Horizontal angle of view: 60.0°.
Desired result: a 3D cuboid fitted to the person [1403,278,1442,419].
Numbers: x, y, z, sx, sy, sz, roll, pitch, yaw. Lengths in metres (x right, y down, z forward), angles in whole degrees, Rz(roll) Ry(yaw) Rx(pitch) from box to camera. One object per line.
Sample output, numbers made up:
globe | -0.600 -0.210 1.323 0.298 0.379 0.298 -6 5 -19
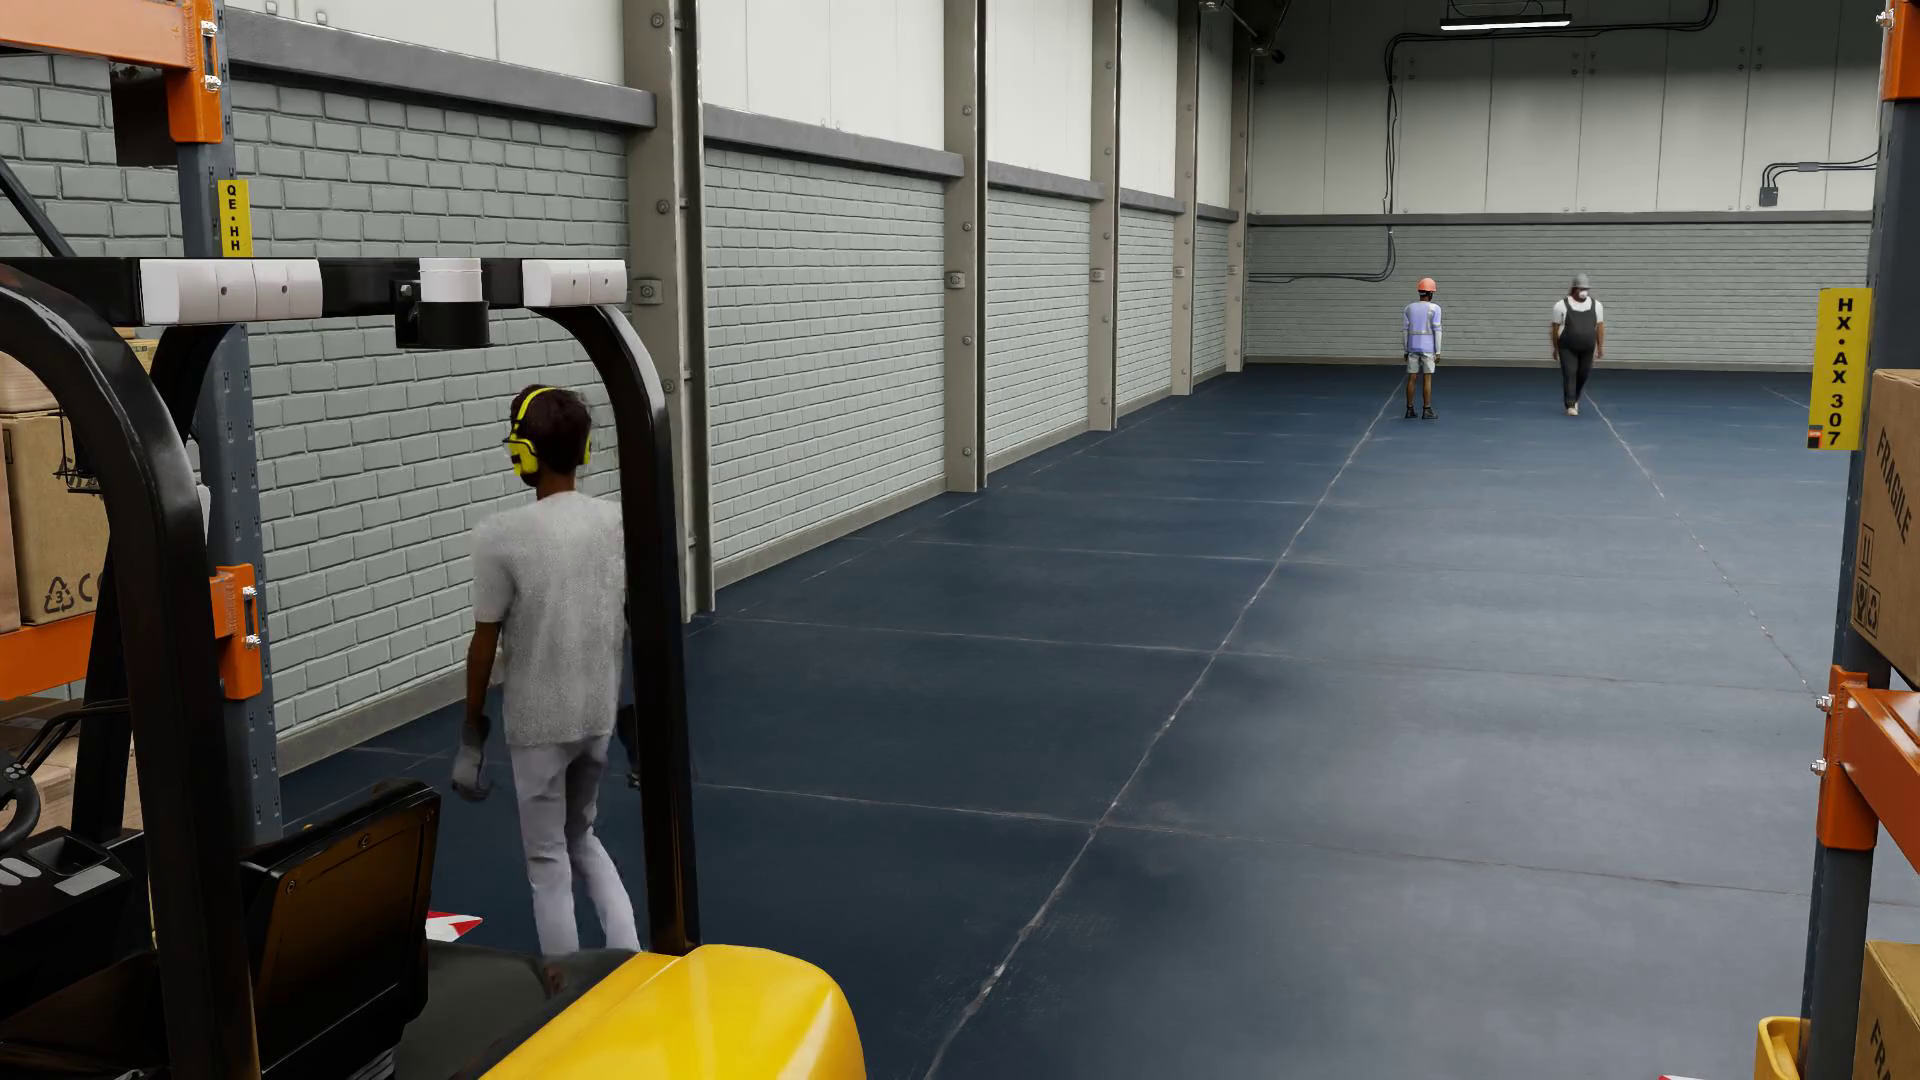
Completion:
person | 6.382 -2.632 22.922 0.551 1.934 0.373 9 13 42

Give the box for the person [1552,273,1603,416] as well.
person | 8.771 -2.810 23.676 0.689 2.000 0.919 1 10 4

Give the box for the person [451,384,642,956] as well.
person | -1.096 0.510 4.472 0.391 1.855 0.515 9 13 42
